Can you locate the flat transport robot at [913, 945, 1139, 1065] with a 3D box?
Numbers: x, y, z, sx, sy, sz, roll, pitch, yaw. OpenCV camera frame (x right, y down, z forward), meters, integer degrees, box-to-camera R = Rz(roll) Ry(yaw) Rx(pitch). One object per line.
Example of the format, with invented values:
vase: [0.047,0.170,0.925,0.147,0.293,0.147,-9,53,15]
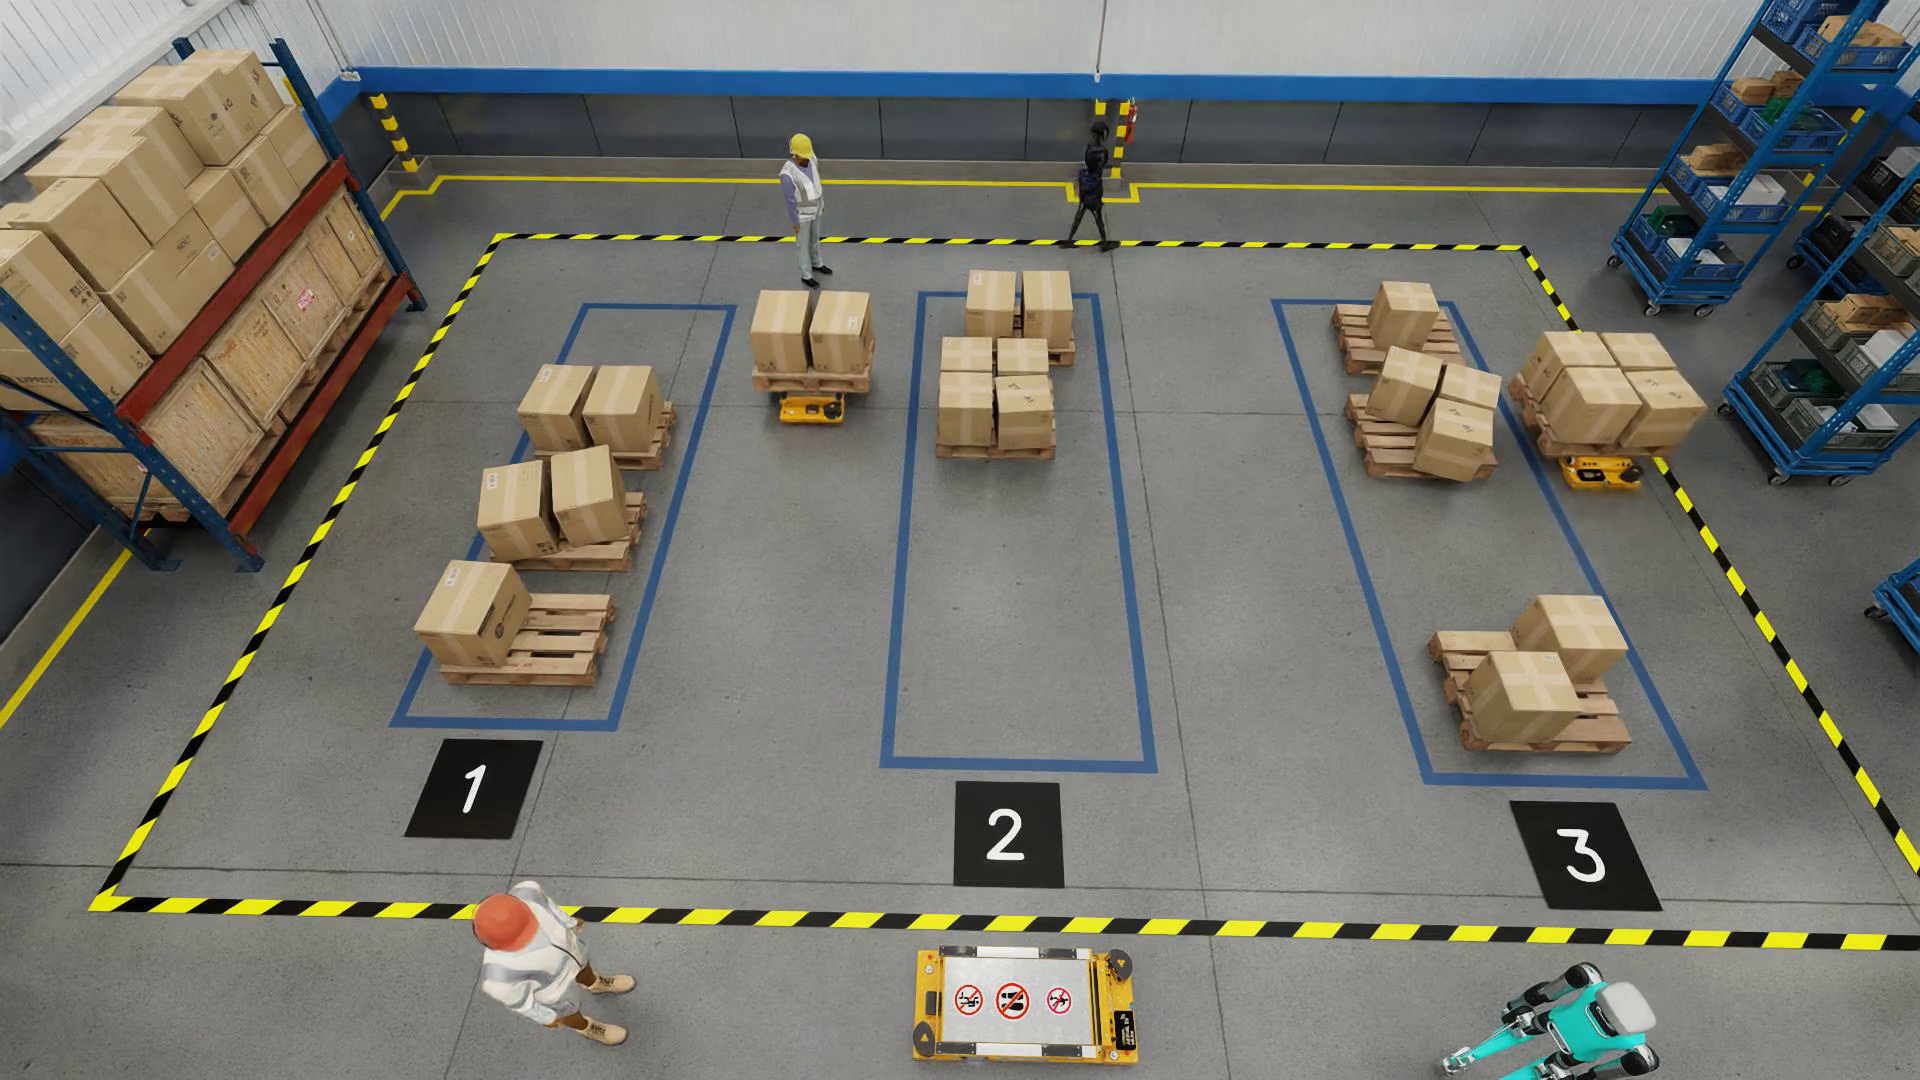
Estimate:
flat transport robot: [0.422,3.041,6.007,1.431,0.231,0.659,1,51,1]

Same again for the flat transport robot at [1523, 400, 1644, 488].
flat transport robot: [6.341,-1.123,9.383,0.652,0.197,1.431,1,51,1]

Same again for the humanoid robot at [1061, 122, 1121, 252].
humanoid robot: [1.652,-4.256,11.064,0.718,1.634,0.589,-7,51,-6]

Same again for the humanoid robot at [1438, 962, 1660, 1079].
humanoid robot: [3.108,2.872,5.112,0.735,1.675,0.533,-12,52,-10]

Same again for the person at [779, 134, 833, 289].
person: [-1.758,-3.802,10.583,0.404,1.821,0.588,23,55,18]

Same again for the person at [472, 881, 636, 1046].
person: [-2.332,2.474,5.326,0.372,2.040,0.614,-1,51,-1]

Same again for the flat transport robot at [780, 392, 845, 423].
flat transport robot: [-1.541,-1.835,9.963,0.652,0.197,1.431,1,51,1]
